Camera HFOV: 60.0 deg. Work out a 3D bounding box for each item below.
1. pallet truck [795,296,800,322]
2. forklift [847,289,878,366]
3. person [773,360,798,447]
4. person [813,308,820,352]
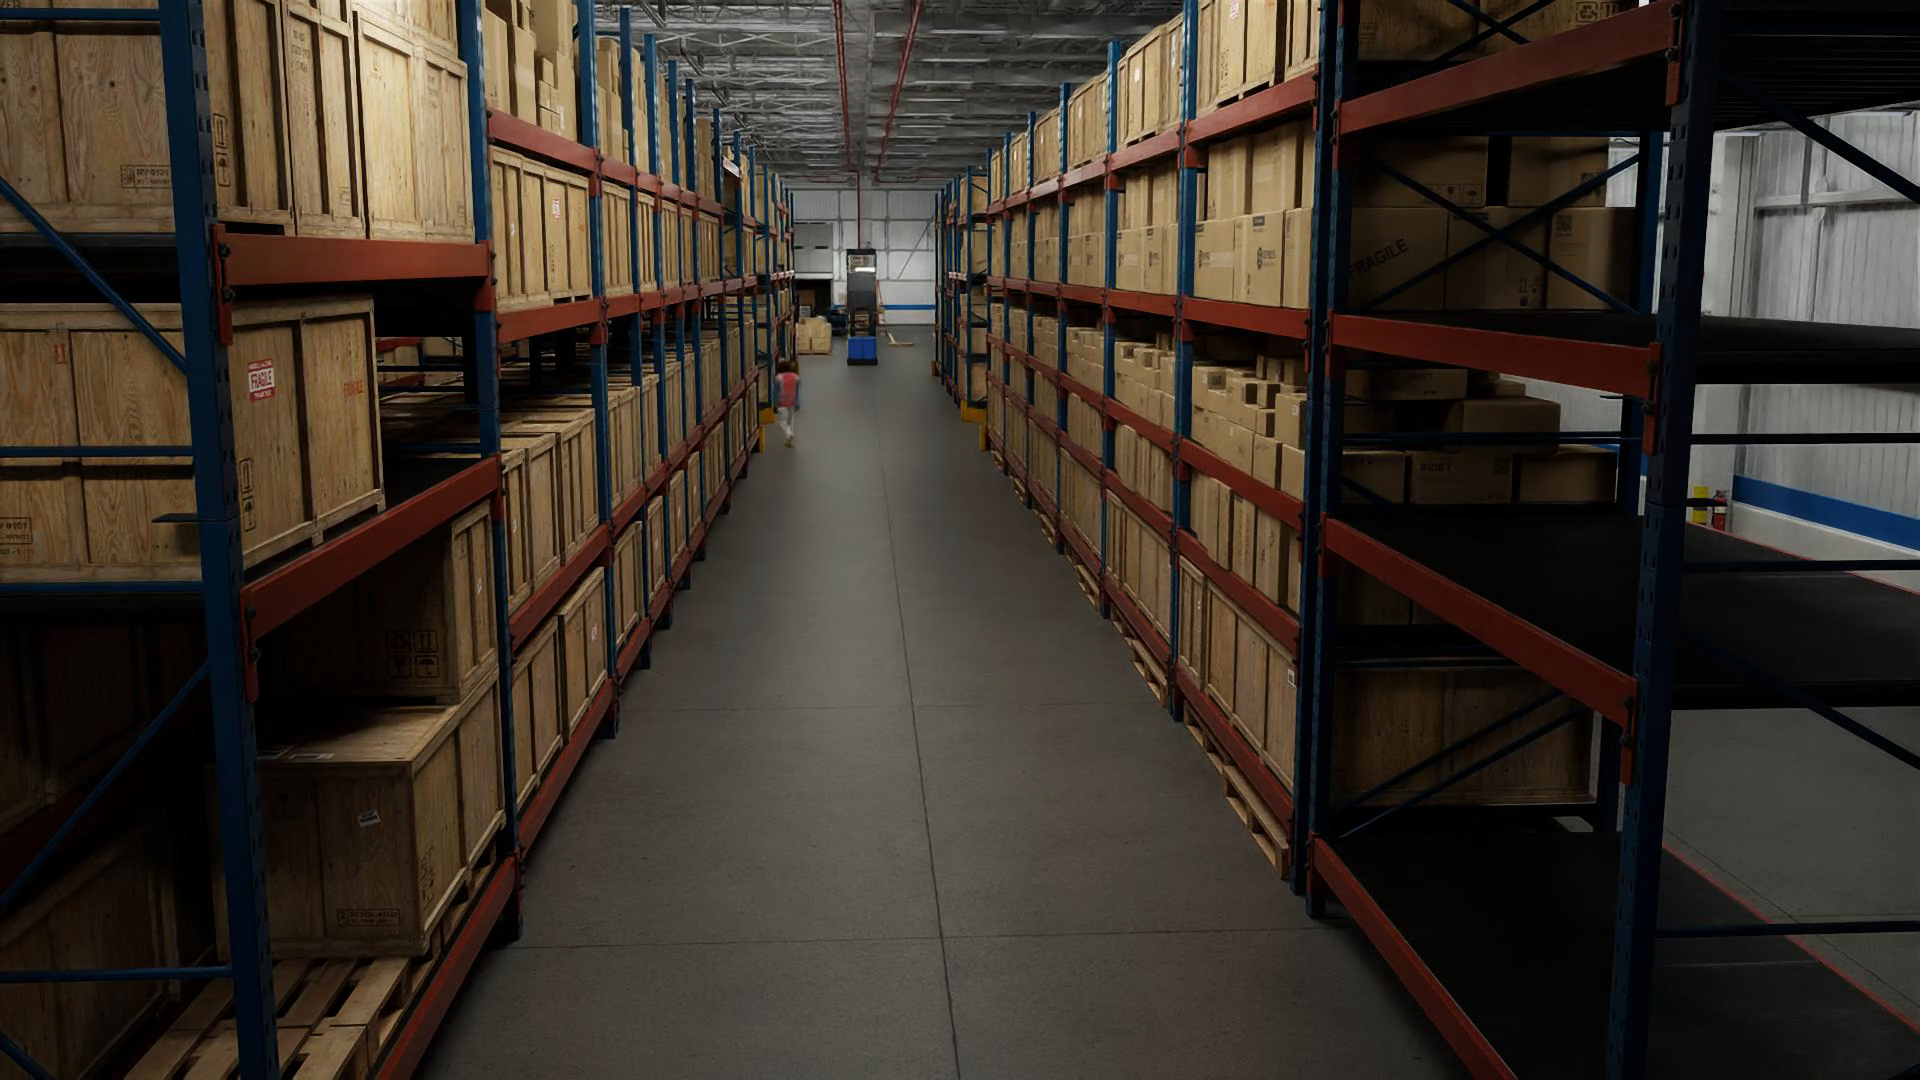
[{"bbox_3d":[-8.622,-12.439,91.403,1.885,1.965,0.823,2,10,13],"label":"pallet truck"},{"bbox_3d":[-3.607,-7.822,61.192,1.129,2.768,1.873,-1,10,-4],"label":"forklift"},{"bbox_3d":[-3.606,-2.804,34.389,0.672,1.821,0.445,-8,12,-38],"label":"person"},{"bbox_3d":[-5.967,-8.865,70.375,0.651,1.900,0.587,1,10,6],"label":"person"}]
